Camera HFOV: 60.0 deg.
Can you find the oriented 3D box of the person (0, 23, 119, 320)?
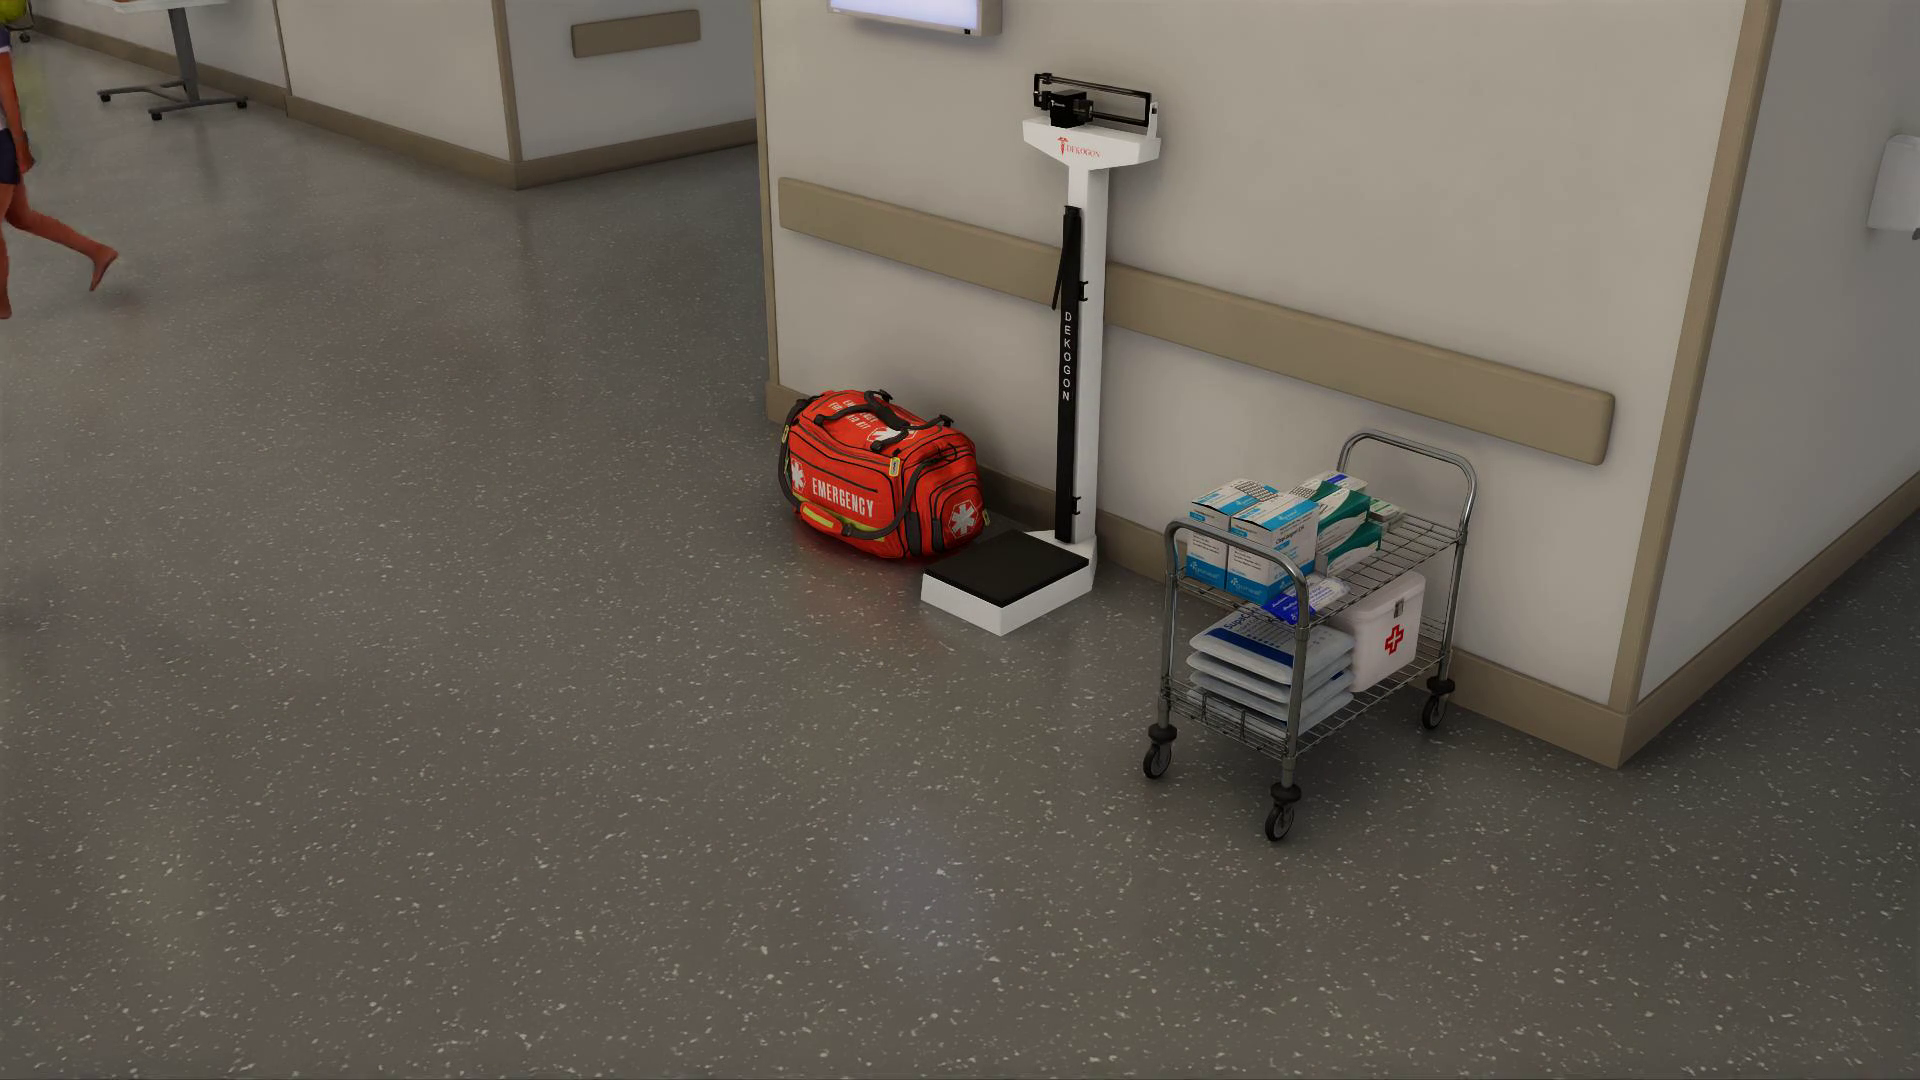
[{"bbox_3d":[-4.284,-1.805,7.523,0.647,1.597,0.921,-22,33,-38],"label":"person"}]
